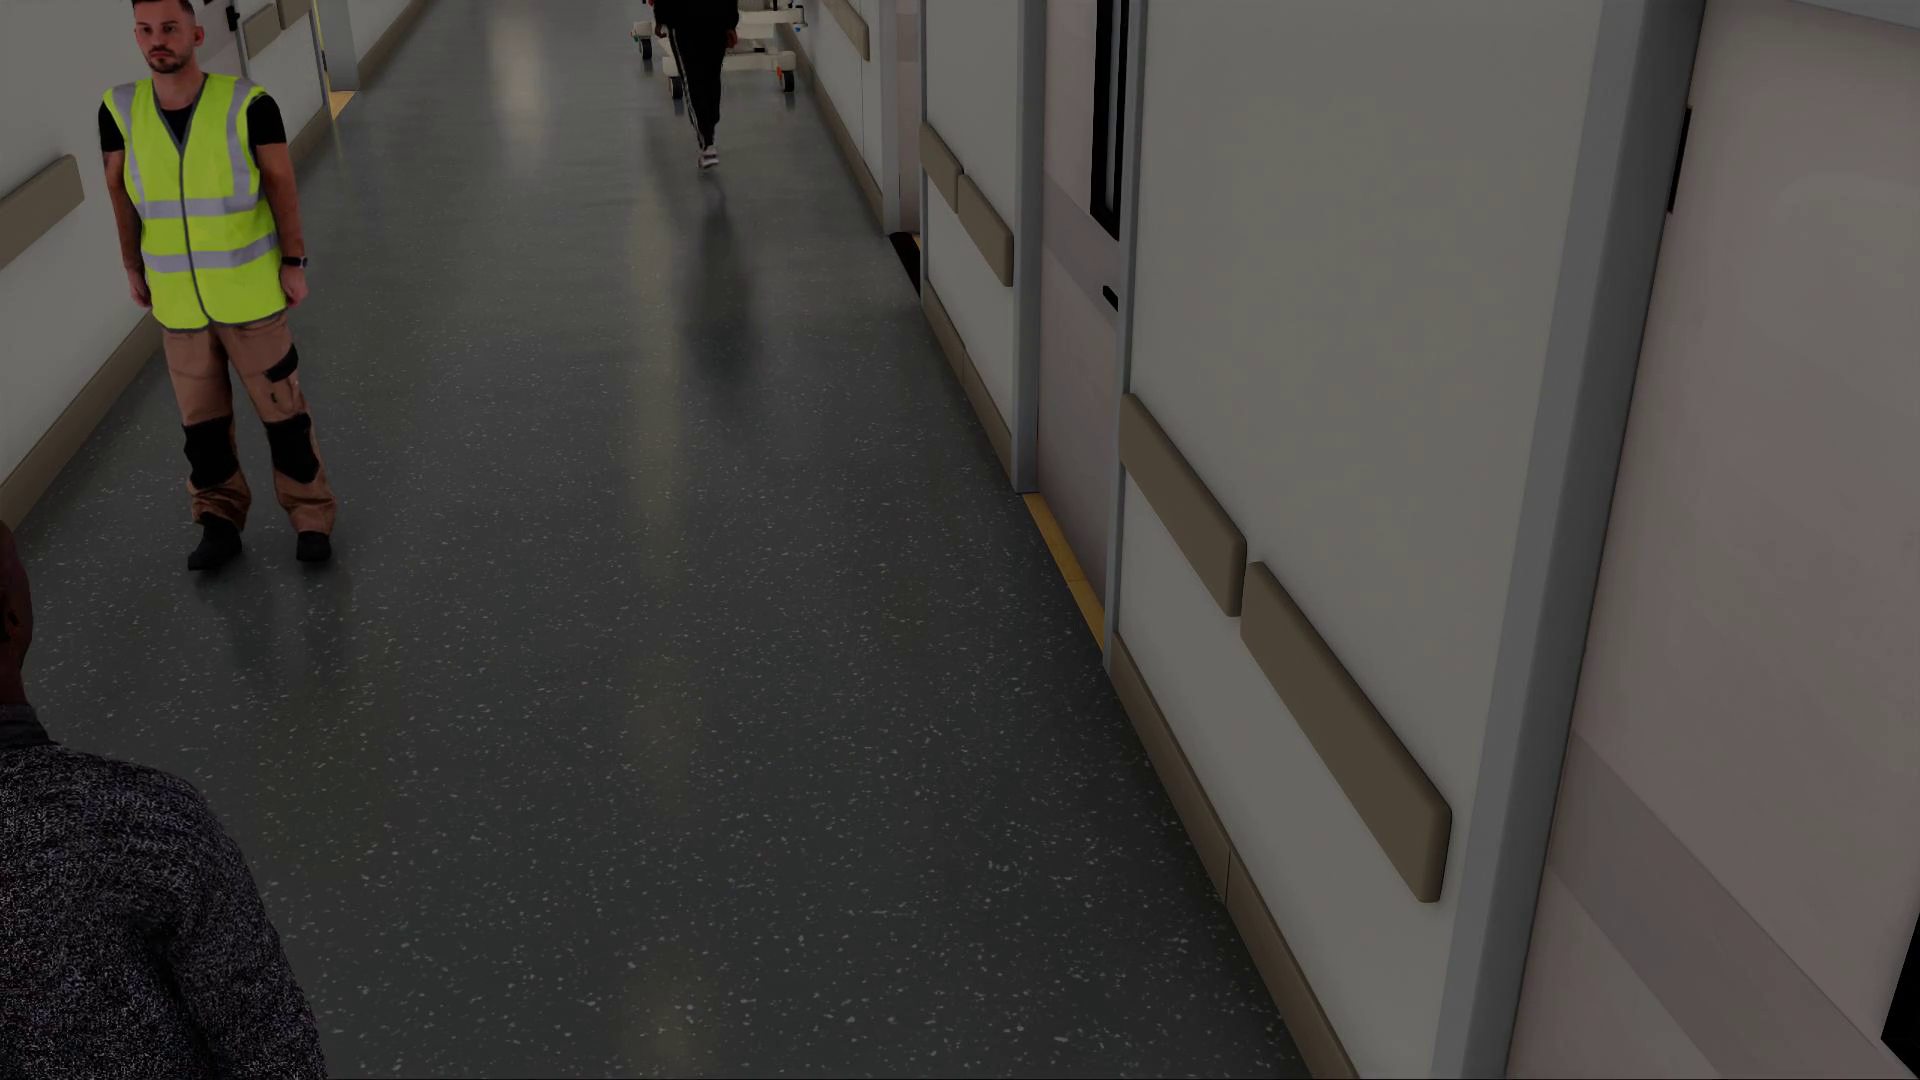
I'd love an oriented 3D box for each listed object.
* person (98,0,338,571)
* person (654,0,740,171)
[{"bbox_3d":[-2.323,-0.799,5.185,0.623,1.848,0.740,-5,26,-10],"label":"person"},{"bbox_3d":[-1.588,-3.160,10.134,1.166,1.800,0.910,-10,28,-21],"label":"person"}]
